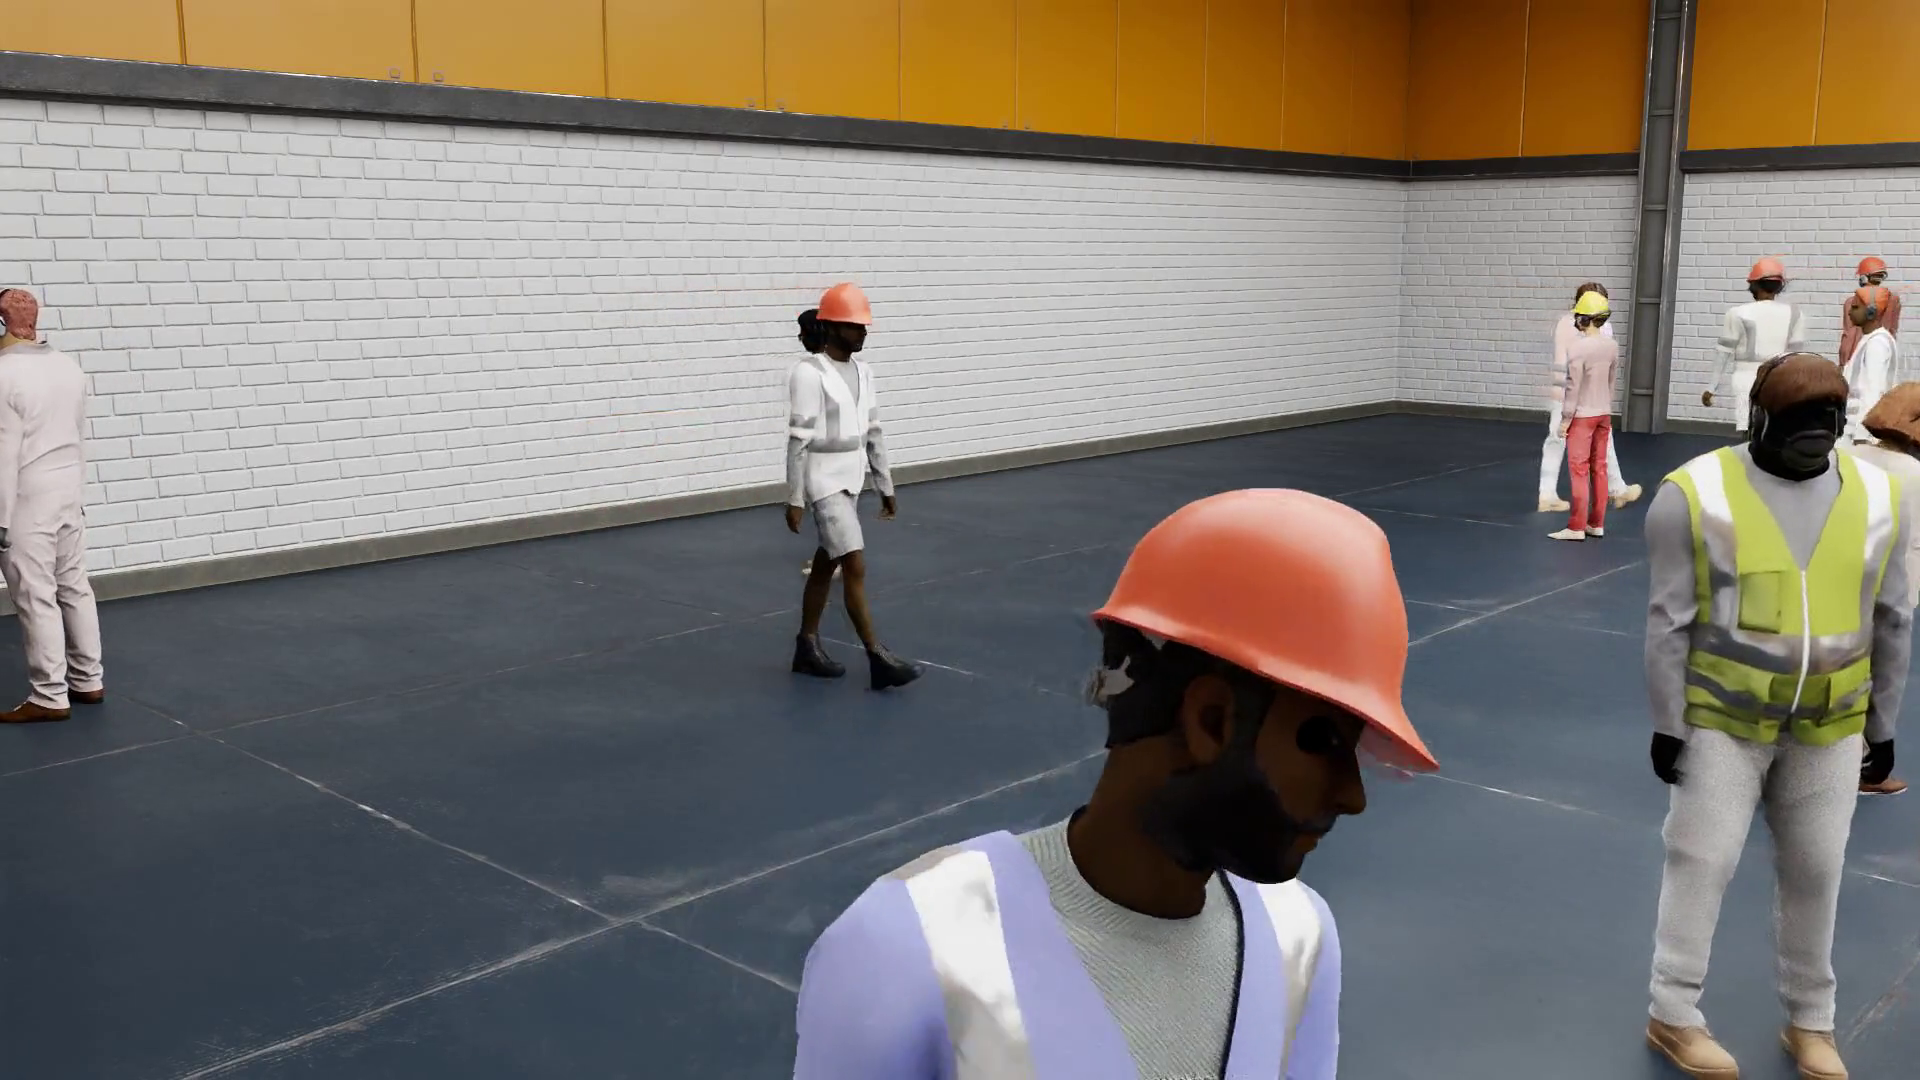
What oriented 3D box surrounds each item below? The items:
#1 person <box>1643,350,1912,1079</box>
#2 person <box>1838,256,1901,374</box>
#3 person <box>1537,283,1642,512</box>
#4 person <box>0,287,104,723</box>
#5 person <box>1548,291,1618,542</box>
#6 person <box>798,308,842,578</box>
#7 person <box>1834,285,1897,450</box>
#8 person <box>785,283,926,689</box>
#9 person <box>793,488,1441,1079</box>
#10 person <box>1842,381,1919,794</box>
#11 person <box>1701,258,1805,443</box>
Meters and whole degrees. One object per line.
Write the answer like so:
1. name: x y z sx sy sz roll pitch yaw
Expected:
1. person: 2.018 0.445 4.154 0.628 1.833 0.431 1 10 7
2. person: 8.736 -1.729 16.055 0.609 1.995 0.375 -3 10 -14
3. person: 4.986 -1.121 13.145 0.931 1.795 0.658 -4 11 -23
4. person: -4.100 -0.151 7.325 0.401 1.906 0.651 1 10 4
5. person: 4.442 -0.872 11.817 0.525 1.772 0.309 -7 12 -35
6. person: -0.871 -0.608 10.511 0.321 1.699 0.535 1 10 5
7. person: 6.013 -0.743 10.905 0.964 1.849 0.589 4 11 23
8. person: -0.465 -0.244 7.852 0.903 1.900 0.575 5 11 28
9. person: 0.085 0.892 1.469 0.633 1.872 0.575 -8 13 -38
10. person: 3.284 0.202 6.171 0.675 1.597 0.536 -3 10 -16
11. person: 6.273 -1.216 13.159 0.631 1.989 1.044 -1 10 -4
